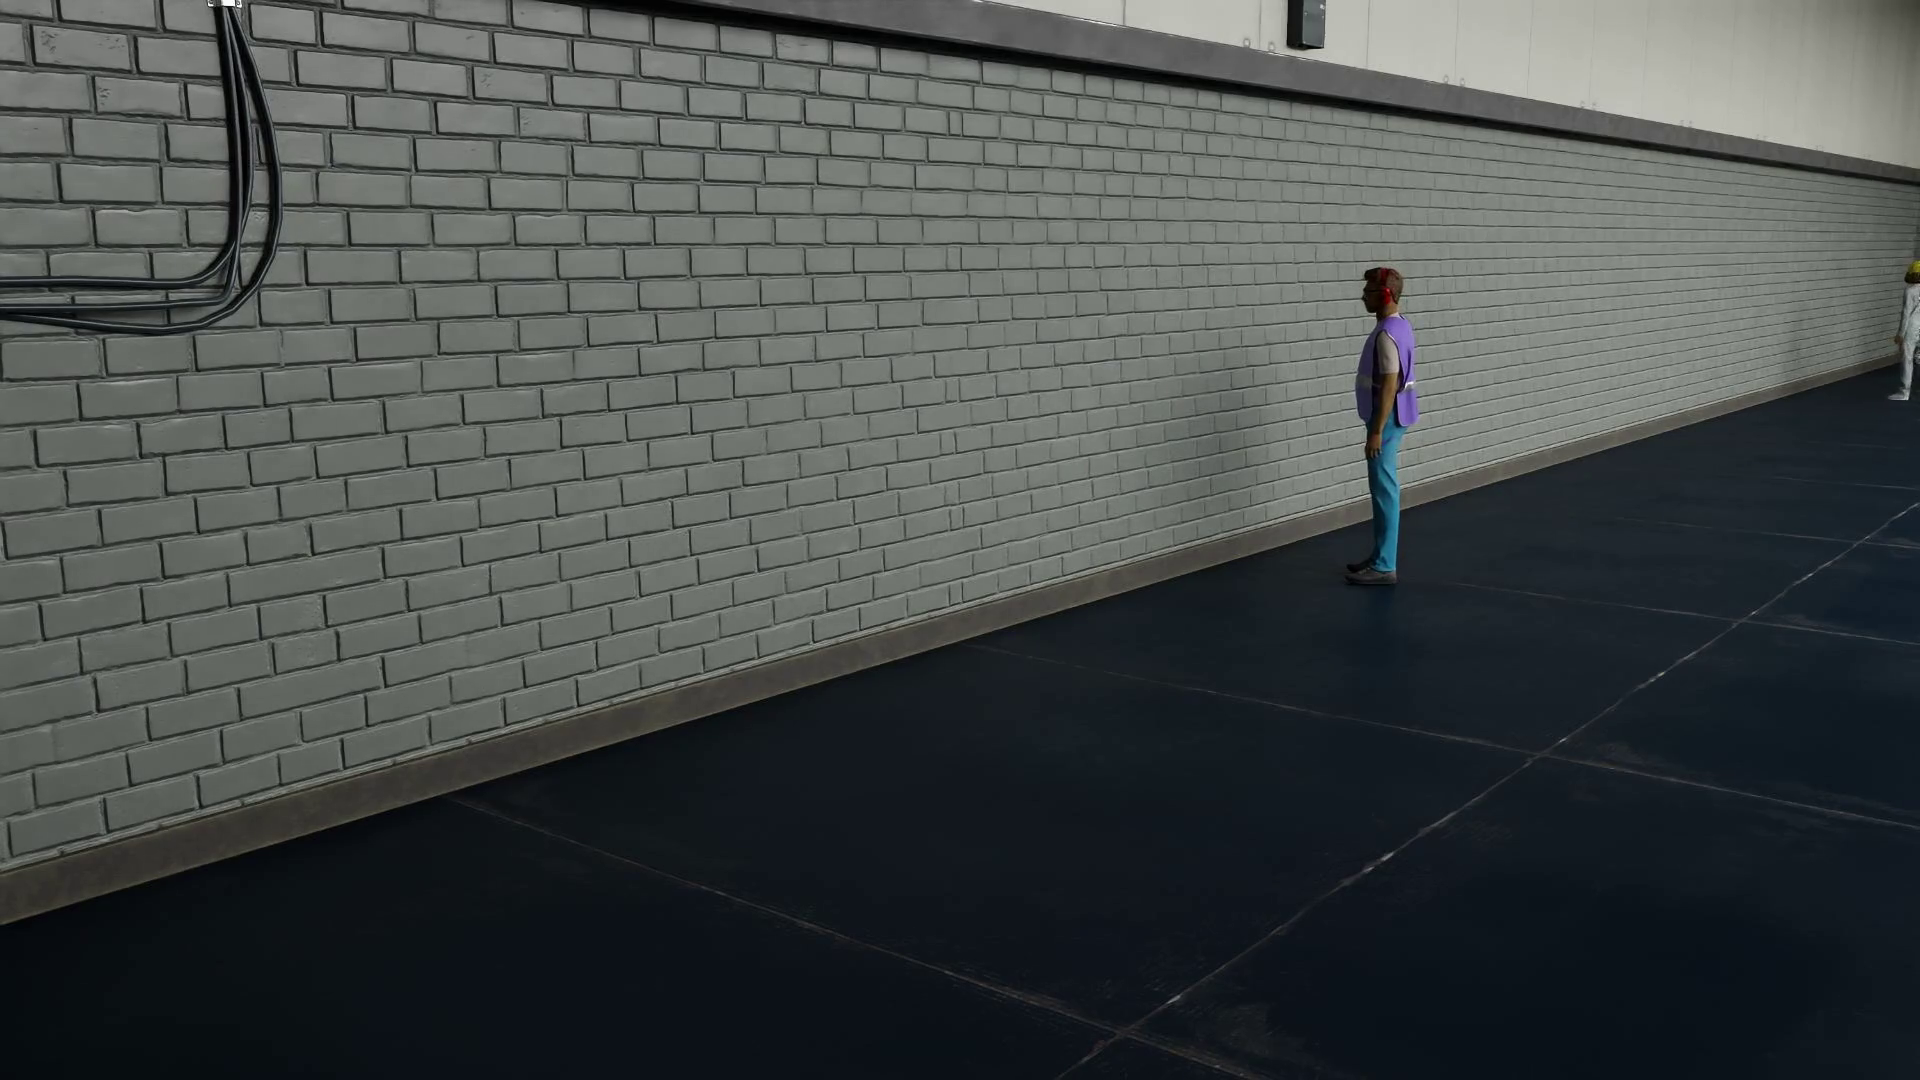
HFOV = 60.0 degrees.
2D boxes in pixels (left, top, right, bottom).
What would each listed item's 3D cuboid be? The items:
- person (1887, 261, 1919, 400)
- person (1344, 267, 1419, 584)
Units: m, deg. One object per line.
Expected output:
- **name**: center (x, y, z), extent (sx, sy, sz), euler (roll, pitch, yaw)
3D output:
- **person**: center (11.977, -2.633, 20.933), extent (0.486, 1.746, 0.301), euler (-5, 11, -25)
- **person**: center (2.494, -0.671, 9.768), extent (0.386, 1.845, 0.567), euler (3, 11, 17)
